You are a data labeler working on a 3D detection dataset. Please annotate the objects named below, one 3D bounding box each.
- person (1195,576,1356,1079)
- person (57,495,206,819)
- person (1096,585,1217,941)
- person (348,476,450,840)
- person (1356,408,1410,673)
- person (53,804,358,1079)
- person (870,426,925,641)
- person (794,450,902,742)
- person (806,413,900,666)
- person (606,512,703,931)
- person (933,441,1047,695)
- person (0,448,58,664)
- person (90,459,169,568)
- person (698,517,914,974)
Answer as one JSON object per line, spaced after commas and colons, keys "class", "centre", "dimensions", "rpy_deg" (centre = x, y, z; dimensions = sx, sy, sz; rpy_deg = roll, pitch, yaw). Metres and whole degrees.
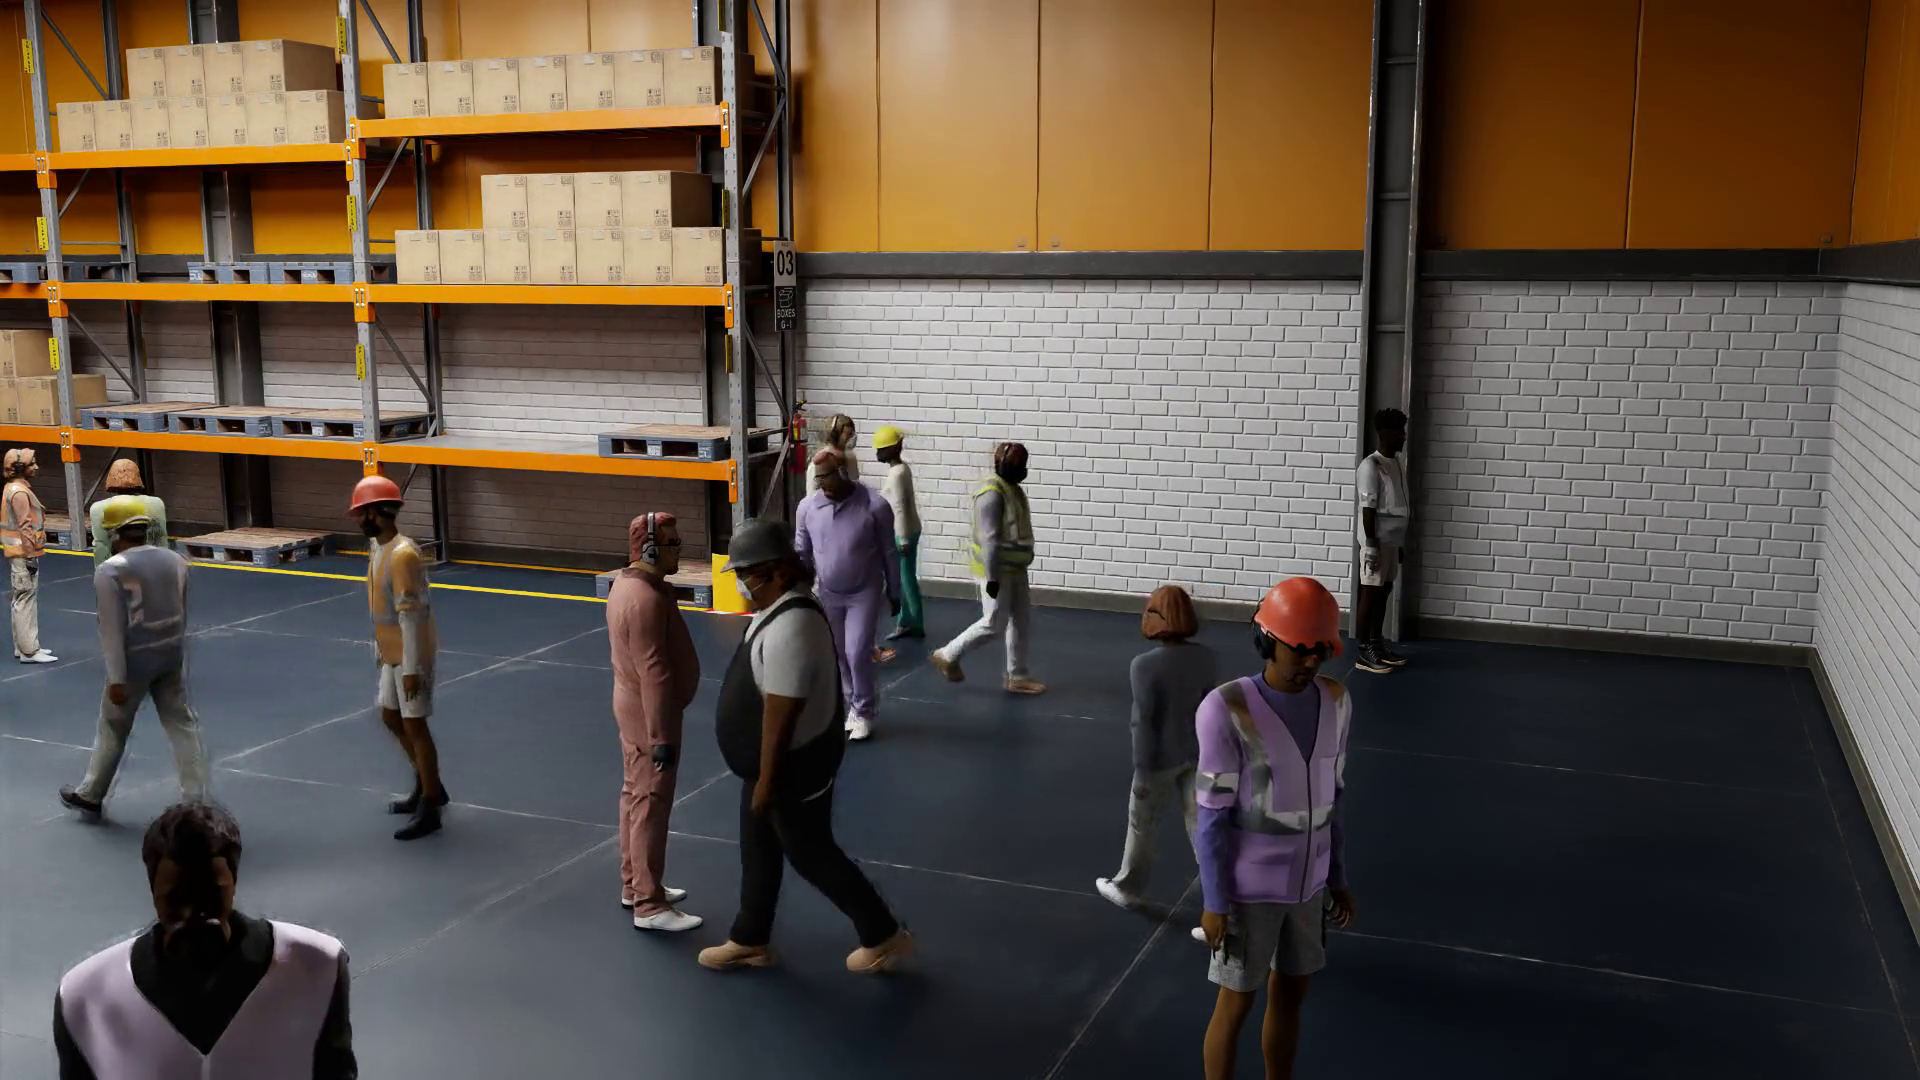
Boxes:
{"class": "person", "centre": [1.046, 1.114, 5.414], "dimensions": [0.605, 2.034, 0.394], "rpy_deg": [-5, 11, -29]}
{"class": "person", "centre": [-4.487, 0.649, 8.993], "dimensions": [0.899, 1.780, 0.613], "rpy_deg": [4, 10, 22]}
{"class": "person", "centre": [0.959, 0.988, 7.527], "dimensions": [0.520, 1.583, 0.875], "rpy_deg": [-5, 11, -30]}
{"class": "person", "centre": [-2.925, 0.617, 8.822], "dimensions": [0.450, 1.914, 0.738], "rpy_deg": [-7, 11, -35]}
{"class": "person", "centre": [3.159, -0.006, 12.404], "dimensions": [0.367, 1.966, 0.606], "rpy_deg": [6, 11, 34]}
{"class": "person", "centre": [-1.625, 1.469, 3.679], "dimensions": [0.598, 1.905, 0.562], "rpy_deg": [-4, 10, -23]}
{"class": "person", "centre": [-0.482, -0.046, 13.341], "dimensions": [0.450, 1.743, 0.530], "rpy_deg": [1, 9, 8]}
{"class": "person", "centre": [-0.723, 0.345, 10.585], "dimensions": [0.663, 1.865, 0.716], "rpy_deg": [3, 10, 19]}
{"class": "person", "centre": [-0.819, 0.005, 12.511], "dimensions": [0.948, 1.897, 0.648], "rpy_deg": [3, 10, 18]}
{"class": "person", "centre": [-1.385, 0.815, 7.608], "dimensions": [0.401, 1.906, 0.649], "rpy_deg": [-3, 10, -19]}
{"class": "person", "centre": [0.214, 0.200, 11.627], "dimensions": [0.712, 1.813, 0.651], "rpy_deg": [4, 10, 21]}
{"class": "person", "centre": [-7.099, 0.119, 12.639], "dimensions": [0.310, 1.638, 0.523], "rpy_deg": [-7, 11, -35]}
{"class": "person", "centre": [-5.963, 0.229, 11.984], "dimensions": [0.500, 1.633, 0.279], "rpy_deg": [-7, 12, -38]}
{"class": "person", "centre": [-0.641, 0.853, 6.974], "dimensions": [0.863, 2.000, 0.700], "rpy_deg": [-2, 10, -11]}
